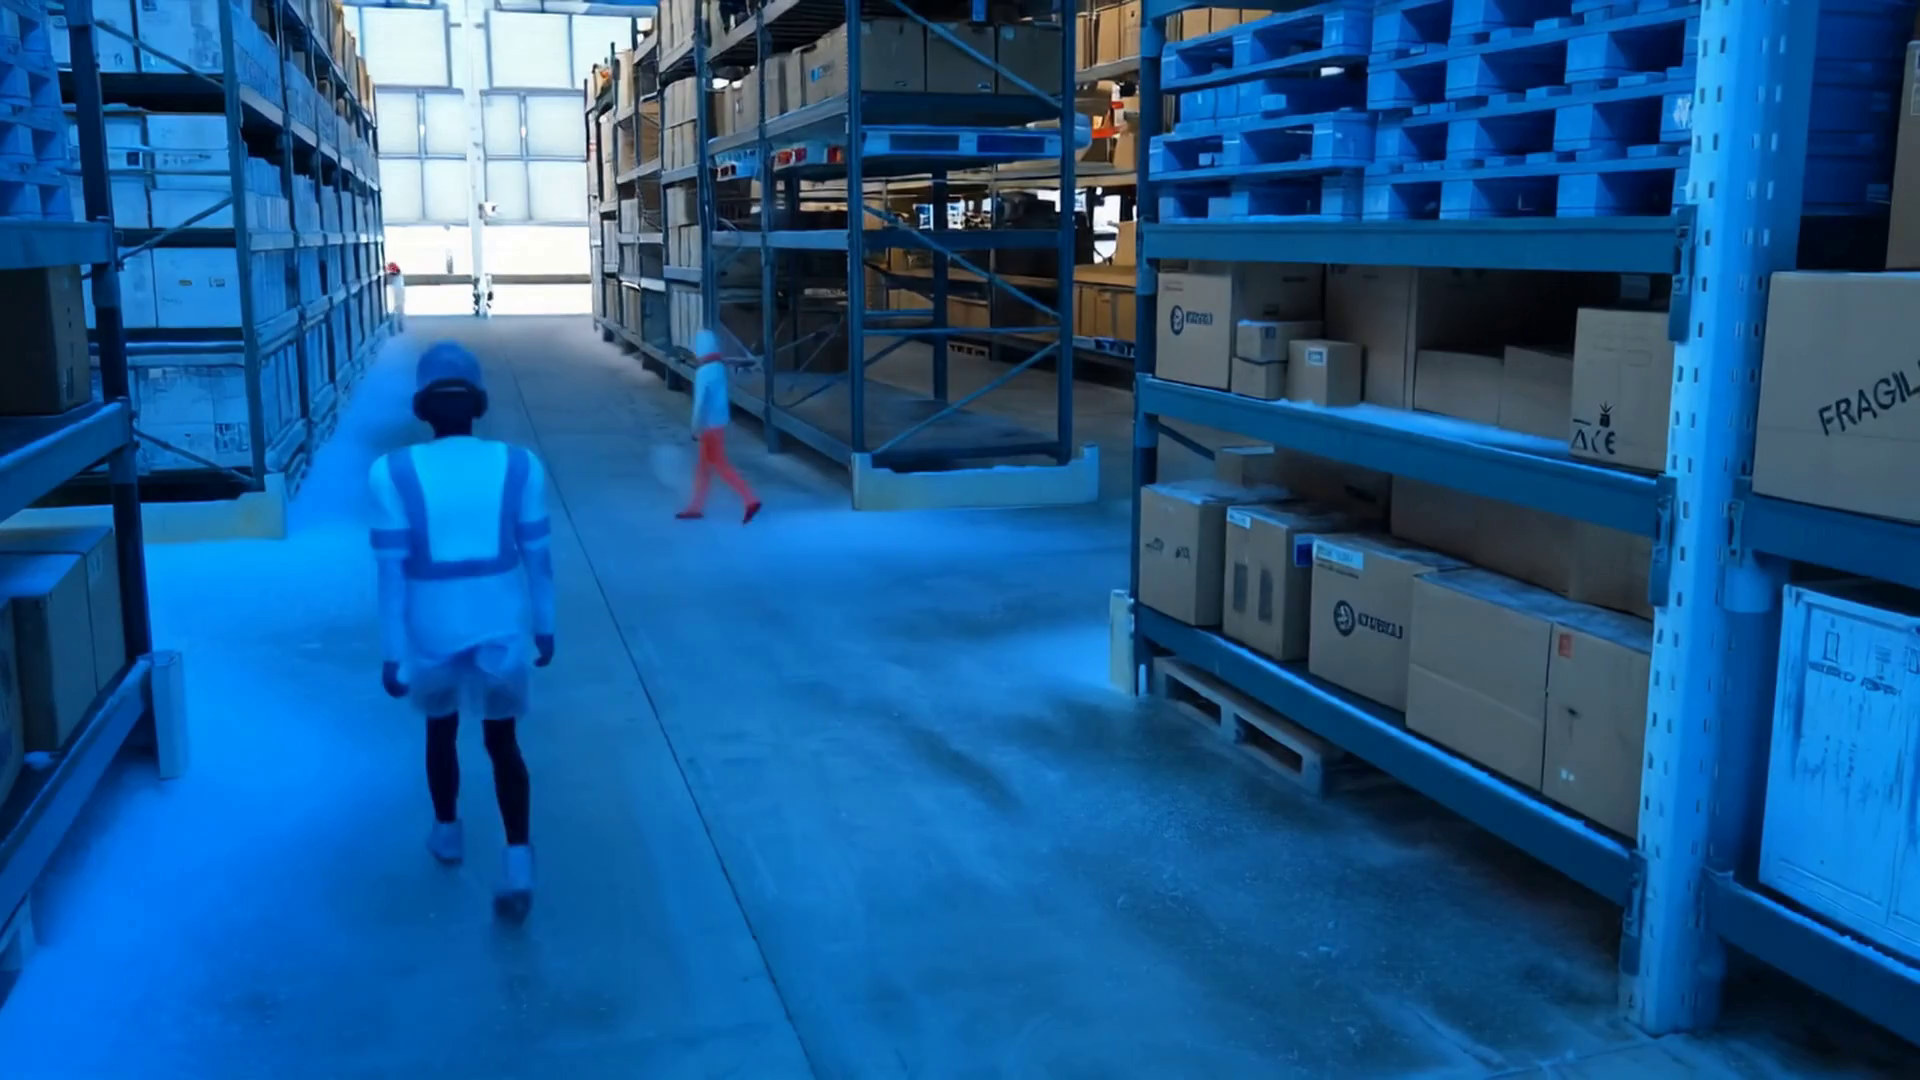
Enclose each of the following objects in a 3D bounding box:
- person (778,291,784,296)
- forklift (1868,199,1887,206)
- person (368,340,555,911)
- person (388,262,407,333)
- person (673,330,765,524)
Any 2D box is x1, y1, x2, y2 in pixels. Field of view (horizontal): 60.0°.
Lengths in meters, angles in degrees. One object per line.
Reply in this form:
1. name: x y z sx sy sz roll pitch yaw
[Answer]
1. person: -4.257 -5.553 38.502 0.633 1.802 0.957 -3 11 -14
2. forklift: 11.338 -2.915 21.052 1.129 2.768 1.873 -3 11 -17
3. person: -1.737 0.294 5.901 0.628 1.998 1.054 -5 11 -26
4. person: -13.780 -5.922 40.699 0.449 1.727 0.498 2 10 9
5. person: -1.984 -0.923 13.660 0.805 1.604 0.511 2 11 11
